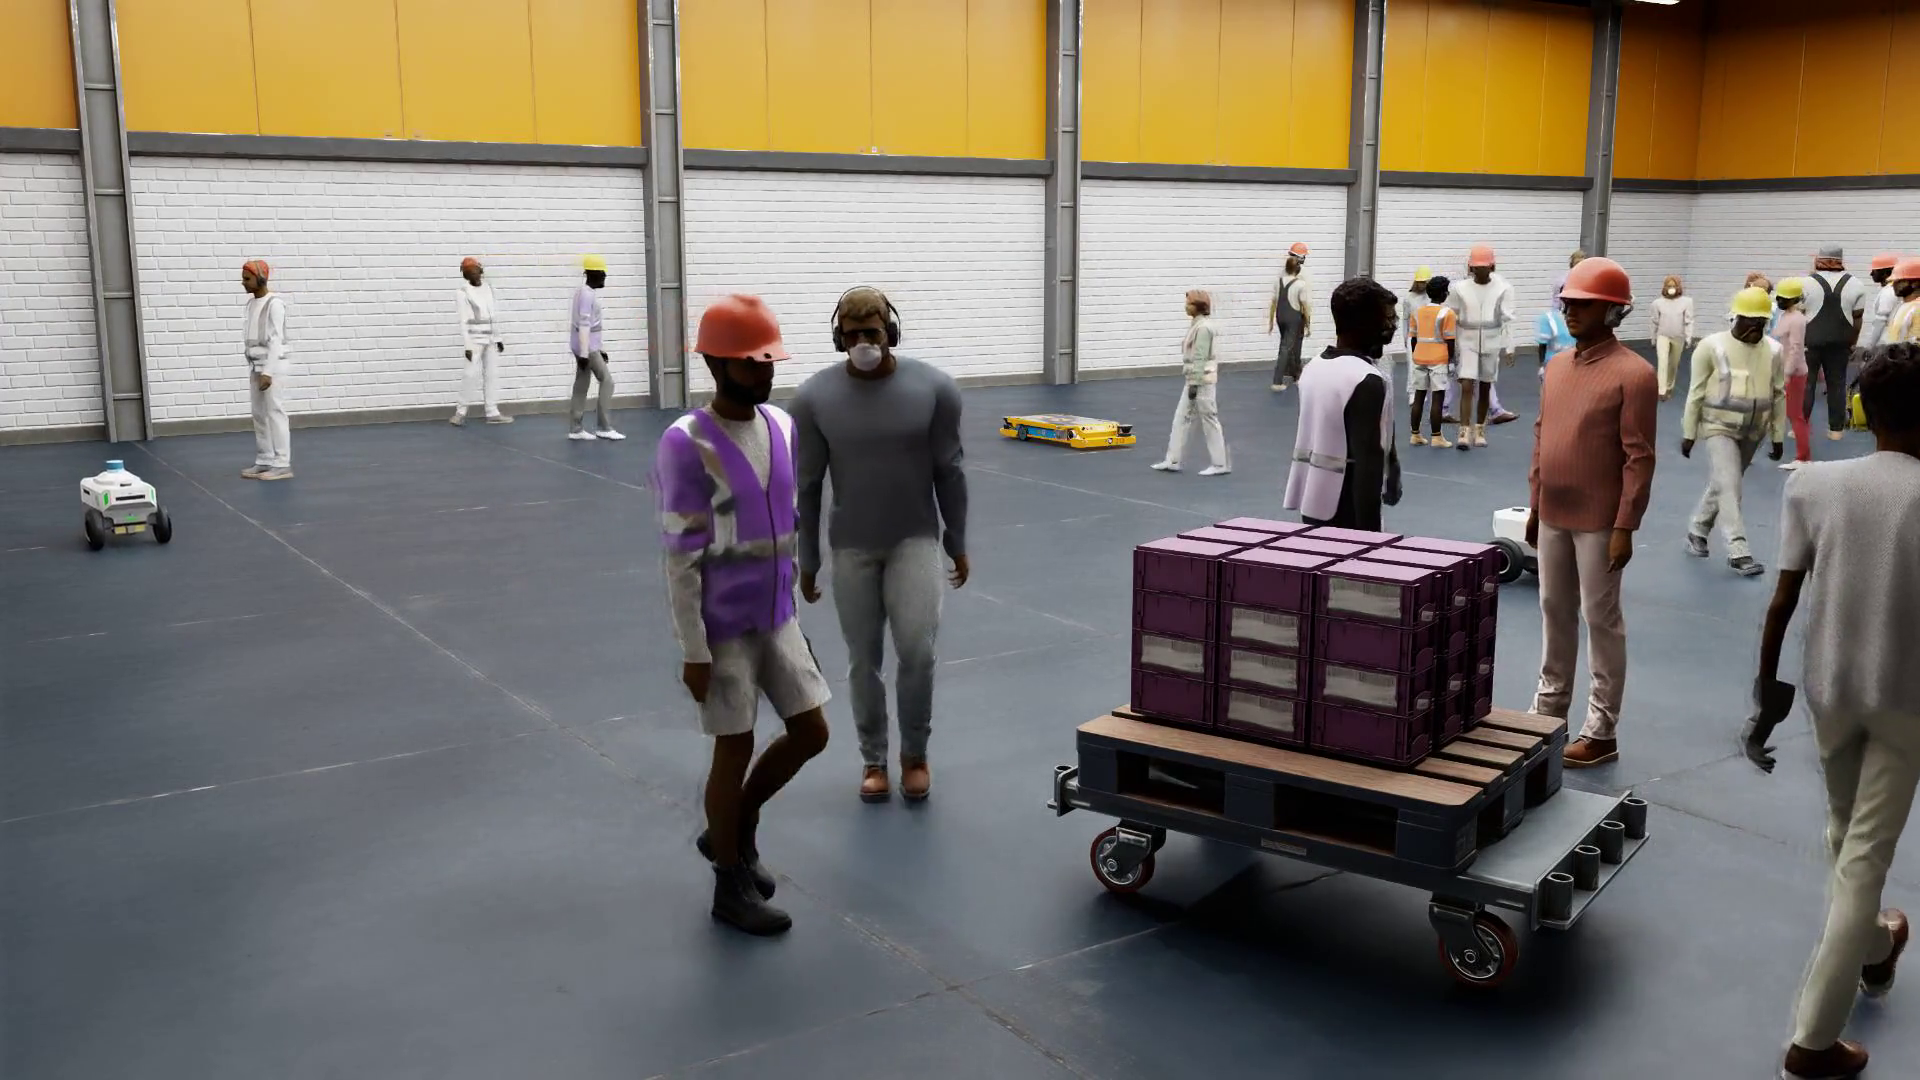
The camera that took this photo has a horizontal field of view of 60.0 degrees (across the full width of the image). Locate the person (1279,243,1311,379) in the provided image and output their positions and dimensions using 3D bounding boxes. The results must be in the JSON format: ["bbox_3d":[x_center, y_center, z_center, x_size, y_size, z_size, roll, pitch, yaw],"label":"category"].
[{"bbox_3d":[4.941,-3.363,24.460,0.410,1.988,0.630,-7,12,-33],"label":"person"}]

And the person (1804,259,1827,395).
[{"bbox_3d":[11.126,-2.751,21.481,1.014,1.852,0.664,-2,11,-12],"label":"person"}]

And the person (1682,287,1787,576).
[{"bbox_3d":[4.888,-0.709,10.512,0.598,1.773,0.968,-2,10,-8],"label":"person"}]

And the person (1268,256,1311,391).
[{"bbox_3d":[4.534,-2.931,22.582,0.955,1.799,0.543,-10,14,-42],"label":"person"}]

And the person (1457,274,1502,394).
[{"bbox_3d":[6.906,-2.922,22.238,0.619,1.911,1.028,5,12,27],"label":"person"}]

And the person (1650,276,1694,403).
[{"bbox_3d":[9.047,-2.565,21.187,0.497,1.585,0.880,3,11,17],"label":"person"}]

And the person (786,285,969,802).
[{"bbox_3d":[-0.293,0.038,6.030,0.645,1.907,0.516,0,10,0],"label":"person"}]

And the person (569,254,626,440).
[{"bbox_3d":[-3.707,-1.956,16.973,0.699,1.900,0.603,-3,11,-17],"label":"person"}]

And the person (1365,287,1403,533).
[{"bbox_3d":[2.022,-0.347,8.347,0.866,1.839,0.547,10,14,43],"label":"person"}]

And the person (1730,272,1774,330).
[{"bbox_3d":[10.486,-2.737,22.043,0.504,1.621,0.504,5,12,26],"label":"person"}]

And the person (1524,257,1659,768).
[{"bbox_3d":[2.461,-0.109,6.586,0.373,1.997,0.615,-4,11,-20],"label":"person"}]

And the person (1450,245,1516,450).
[{"bbox_3d":[5.078,-1.859,16.190,0.643,1.984,0.995,3,11,17],"label":"person"}]

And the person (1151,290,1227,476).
[{"bbox_3d":[1.998,-1.356,14.464,0.755,1.614,0.537,0,10,-1],"label":"person"}]

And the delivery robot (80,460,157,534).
[{"bbox_3d":[-5.739,-0.300,11.333,0.477,0.478,0.707,-8,13,-38],"label":"delivery robot"}]

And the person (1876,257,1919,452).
[{"bbox_3d":[7.836,-1.360,13.678,0.750,1.916,0.549,2,10,9],"label":"person"}]

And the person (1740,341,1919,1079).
[{"bbox_3d":[2.378,0.414,4.230,0.987,1.806,0.569,-9,14,-41],"label":"person"}]

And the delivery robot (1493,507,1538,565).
[{"bbox_3d":[3.570,-0.045,9.938,0.477,0.478,0.707,-10,14,-43],"label":"delivery robot"}]

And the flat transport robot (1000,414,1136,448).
[{"bbox_3d":[1.077,-1.120,16.864,0.652,0.197,1.431,-7,12,-33],"label":"flat transport robot"}]

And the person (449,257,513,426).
[{"bbox_3d":[-5.340,-2.183,18.361,0.405,1.859,0.710,5,11,26],"label":"person"}]

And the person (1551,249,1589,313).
[{"bbox_3d":[7.843,-2.730,21.172,0.640,1.919,0.568,2,10,10],"label":"person"}]

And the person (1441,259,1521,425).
[{"bbox_3d":[5.747,-2.203,18.412,0.953,1.860,0.665,1,10,3],"label":"person"}]

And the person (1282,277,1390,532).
[{"bbox_3d":[1.513,-0.084,6.670,0.389,1.918,0.590,-2,11,-12],"label":"person"}]

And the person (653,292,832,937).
[{"bbox_3d":[-0.628,0.234,4.919,0.405,1.918,0.564,7,13,35],"label":"person"}]

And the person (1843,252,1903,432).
[{"bbox_3d":[9.709,-2.089,17.677,0.777,1.906,0.557,6,12,29],"label":"person"}]

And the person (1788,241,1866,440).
[{"bbox_3d":[8.872,-2.052,17.123,0.688,2.000,0.536,2,11,12],"label":"person"}]

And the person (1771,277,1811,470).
[{"bbox_3d":[7.251,-1.474,14.826,0.843,1.715,0.557,2,10,8],"label":"person"}]

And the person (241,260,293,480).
[{"bbox_3d":[-5.983,-1.457,14.298,0.595,1.884,0.389,9,14,41],"label":"person"}]

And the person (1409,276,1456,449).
[{"bbox_3d":[4.666,-1.749,16.404,0.317,1.695,0.540,-7,12,-33],"label":"person"}]

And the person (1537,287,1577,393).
[{"bbox_3d":[5.764,-1.627,15.858,0.538,1.648,0.883,2,10,10],"label":"person"}]

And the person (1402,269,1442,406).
[{"bbox_3d":[5.761,-2.538,20.771,0.489,1.691,0.943,2,11,13],"label":"person"}]

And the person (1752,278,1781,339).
[{"bbox_3d":[8.819,-2.082,18.431,0.405,1.624,0.542,-9,14,-41],"label":"person"}]
